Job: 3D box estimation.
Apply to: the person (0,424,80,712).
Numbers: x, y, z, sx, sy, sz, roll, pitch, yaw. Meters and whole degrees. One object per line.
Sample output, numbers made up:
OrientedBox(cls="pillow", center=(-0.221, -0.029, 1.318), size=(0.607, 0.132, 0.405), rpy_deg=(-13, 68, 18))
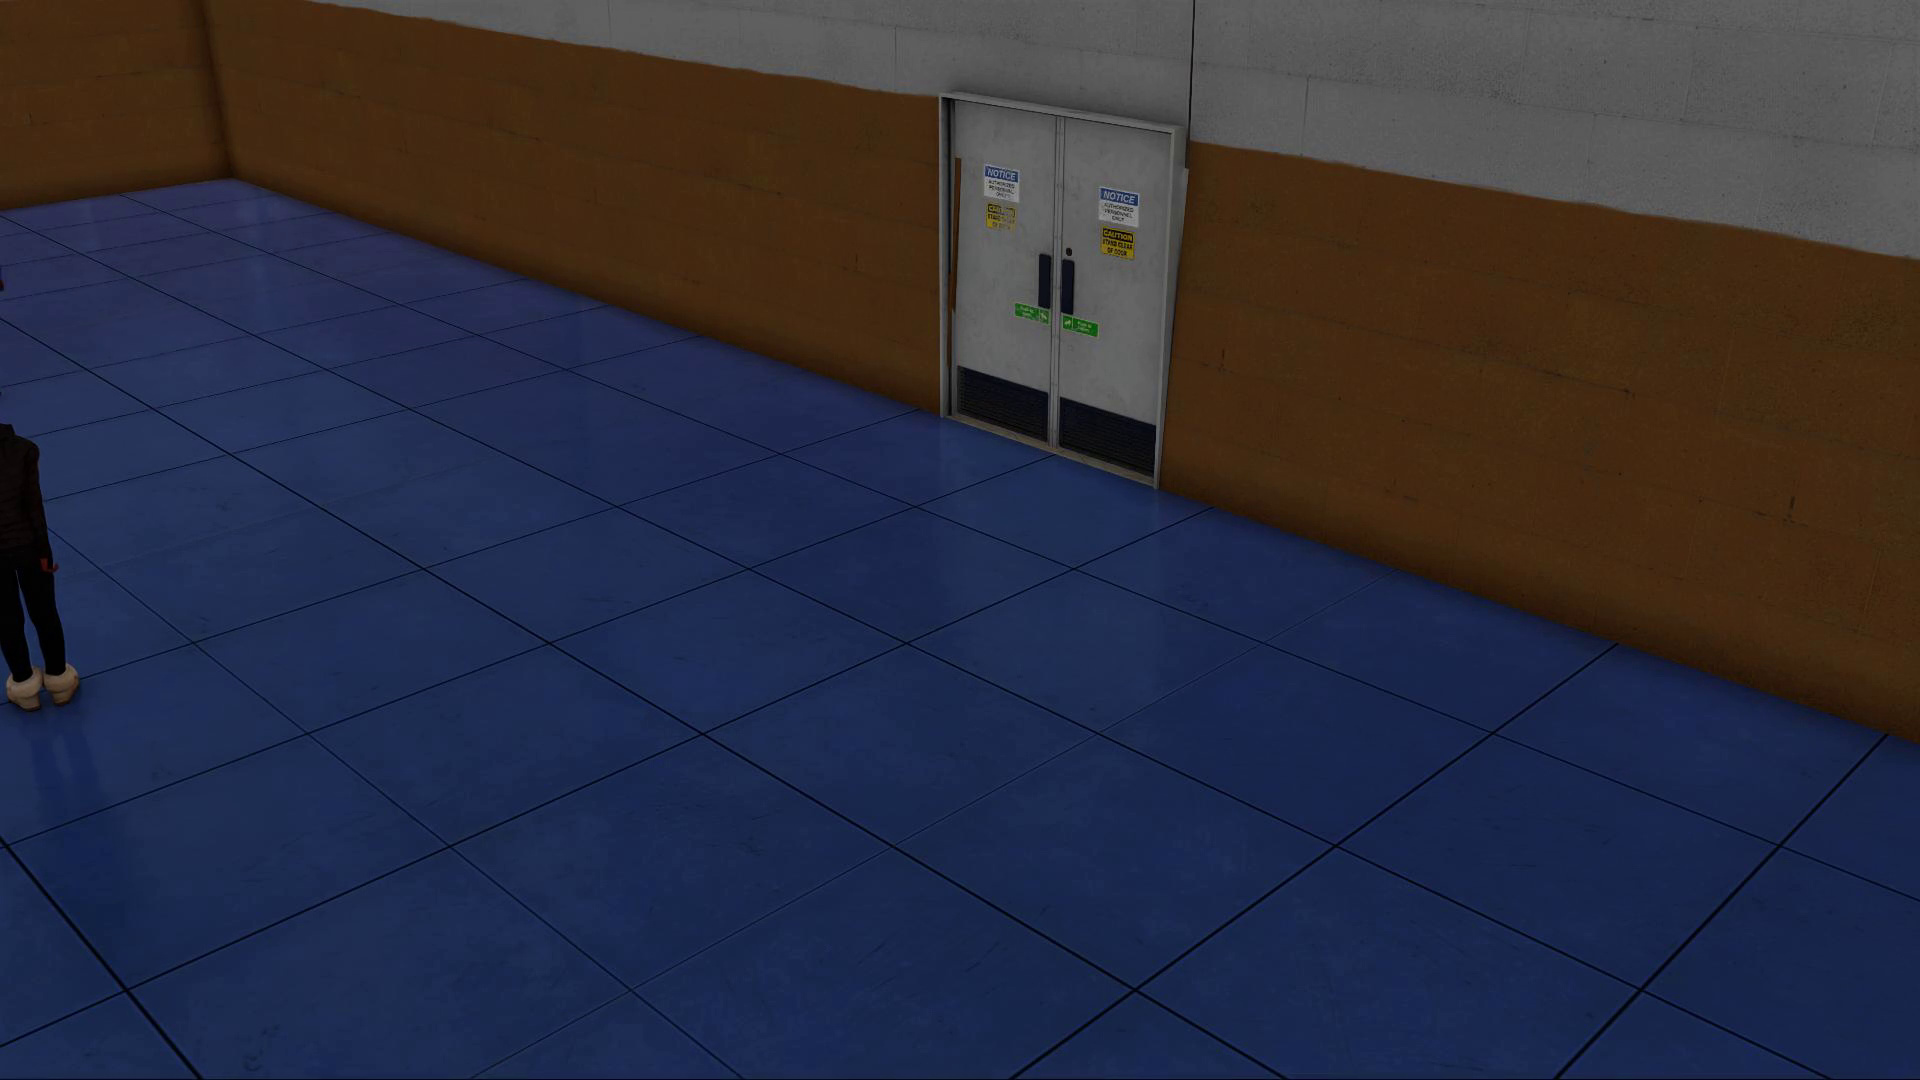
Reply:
OrientedBox(cls="person", center=(-4.473, 0.052, 7.838), size=(0.667, 1.661, 0.598), rpy_deg=(9, 25, 19))
